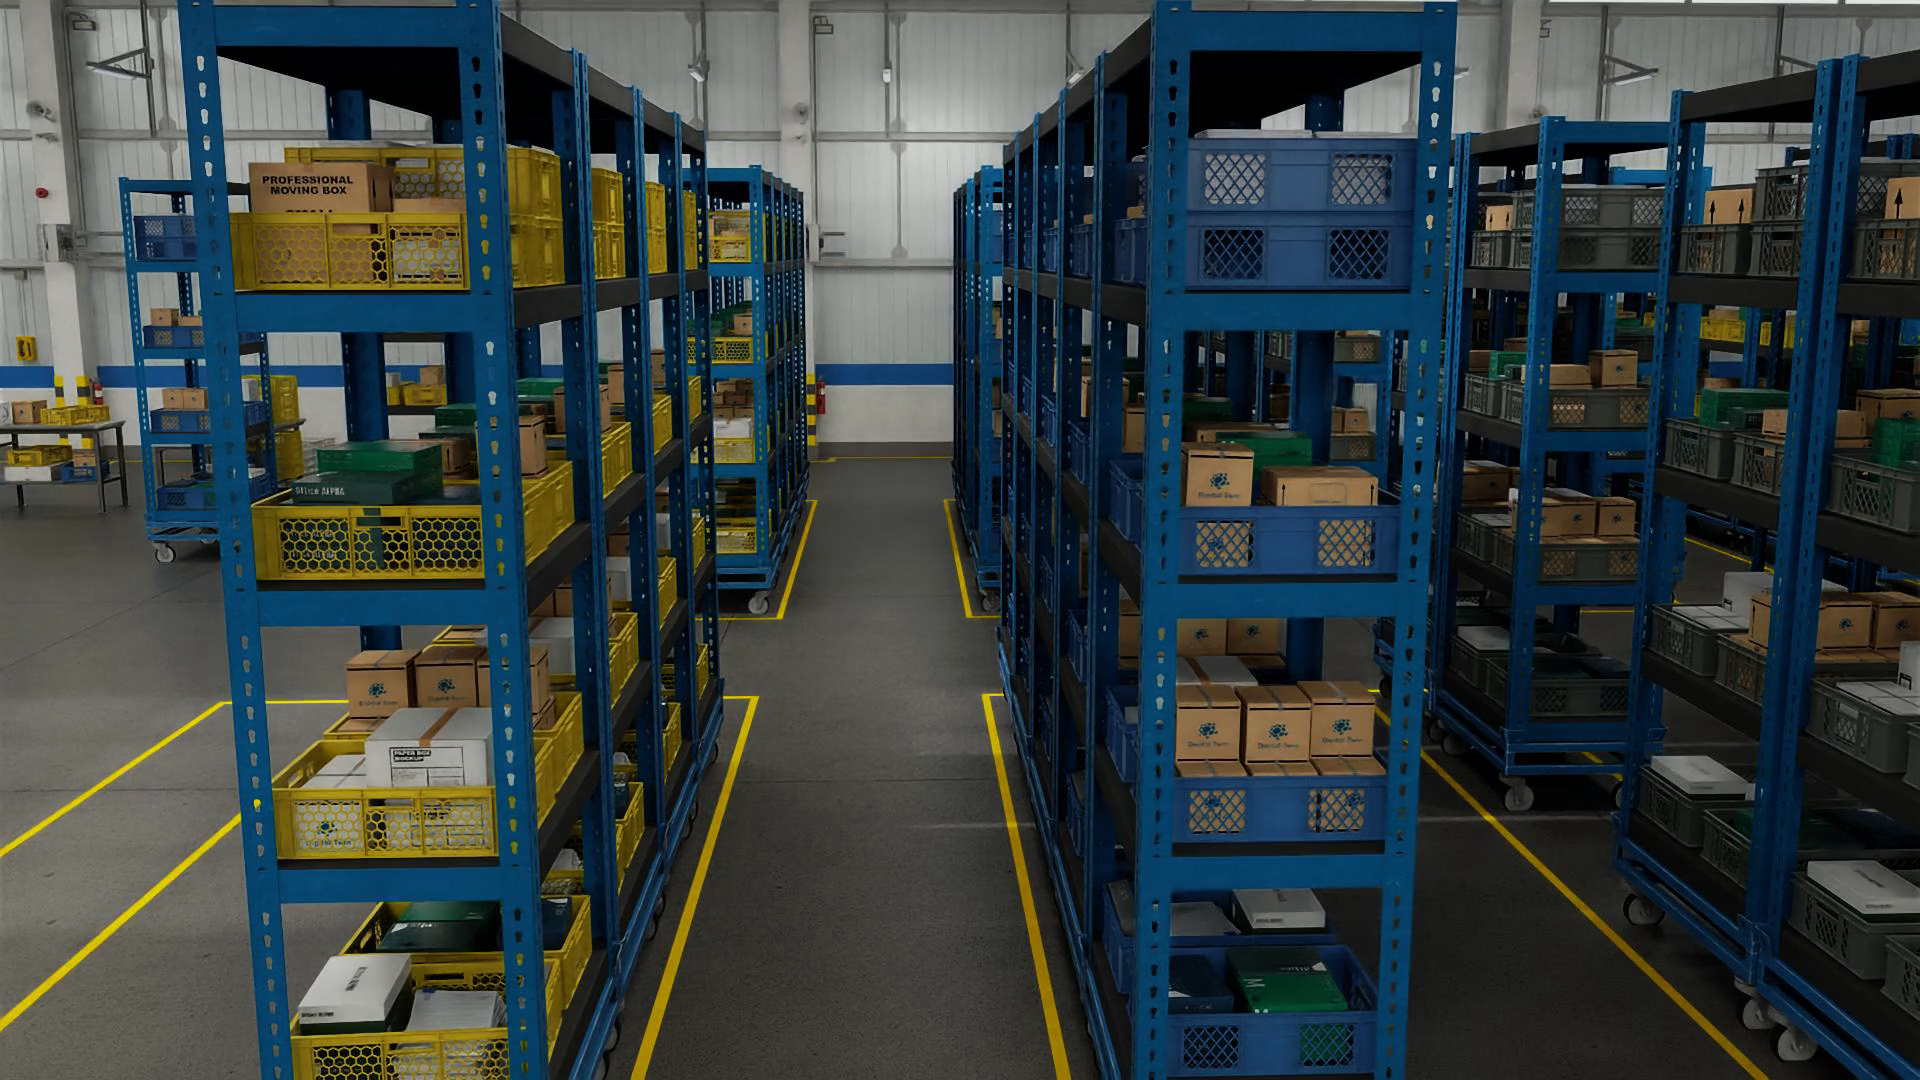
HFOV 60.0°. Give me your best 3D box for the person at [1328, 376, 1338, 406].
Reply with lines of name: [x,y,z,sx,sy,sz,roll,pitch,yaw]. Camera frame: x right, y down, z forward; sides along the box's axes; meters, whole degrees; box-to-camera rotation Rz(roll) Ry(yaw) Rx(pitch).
person: [4.619,-1.556,20.719,0.960,1.809,0.580,-2,10,-12]
